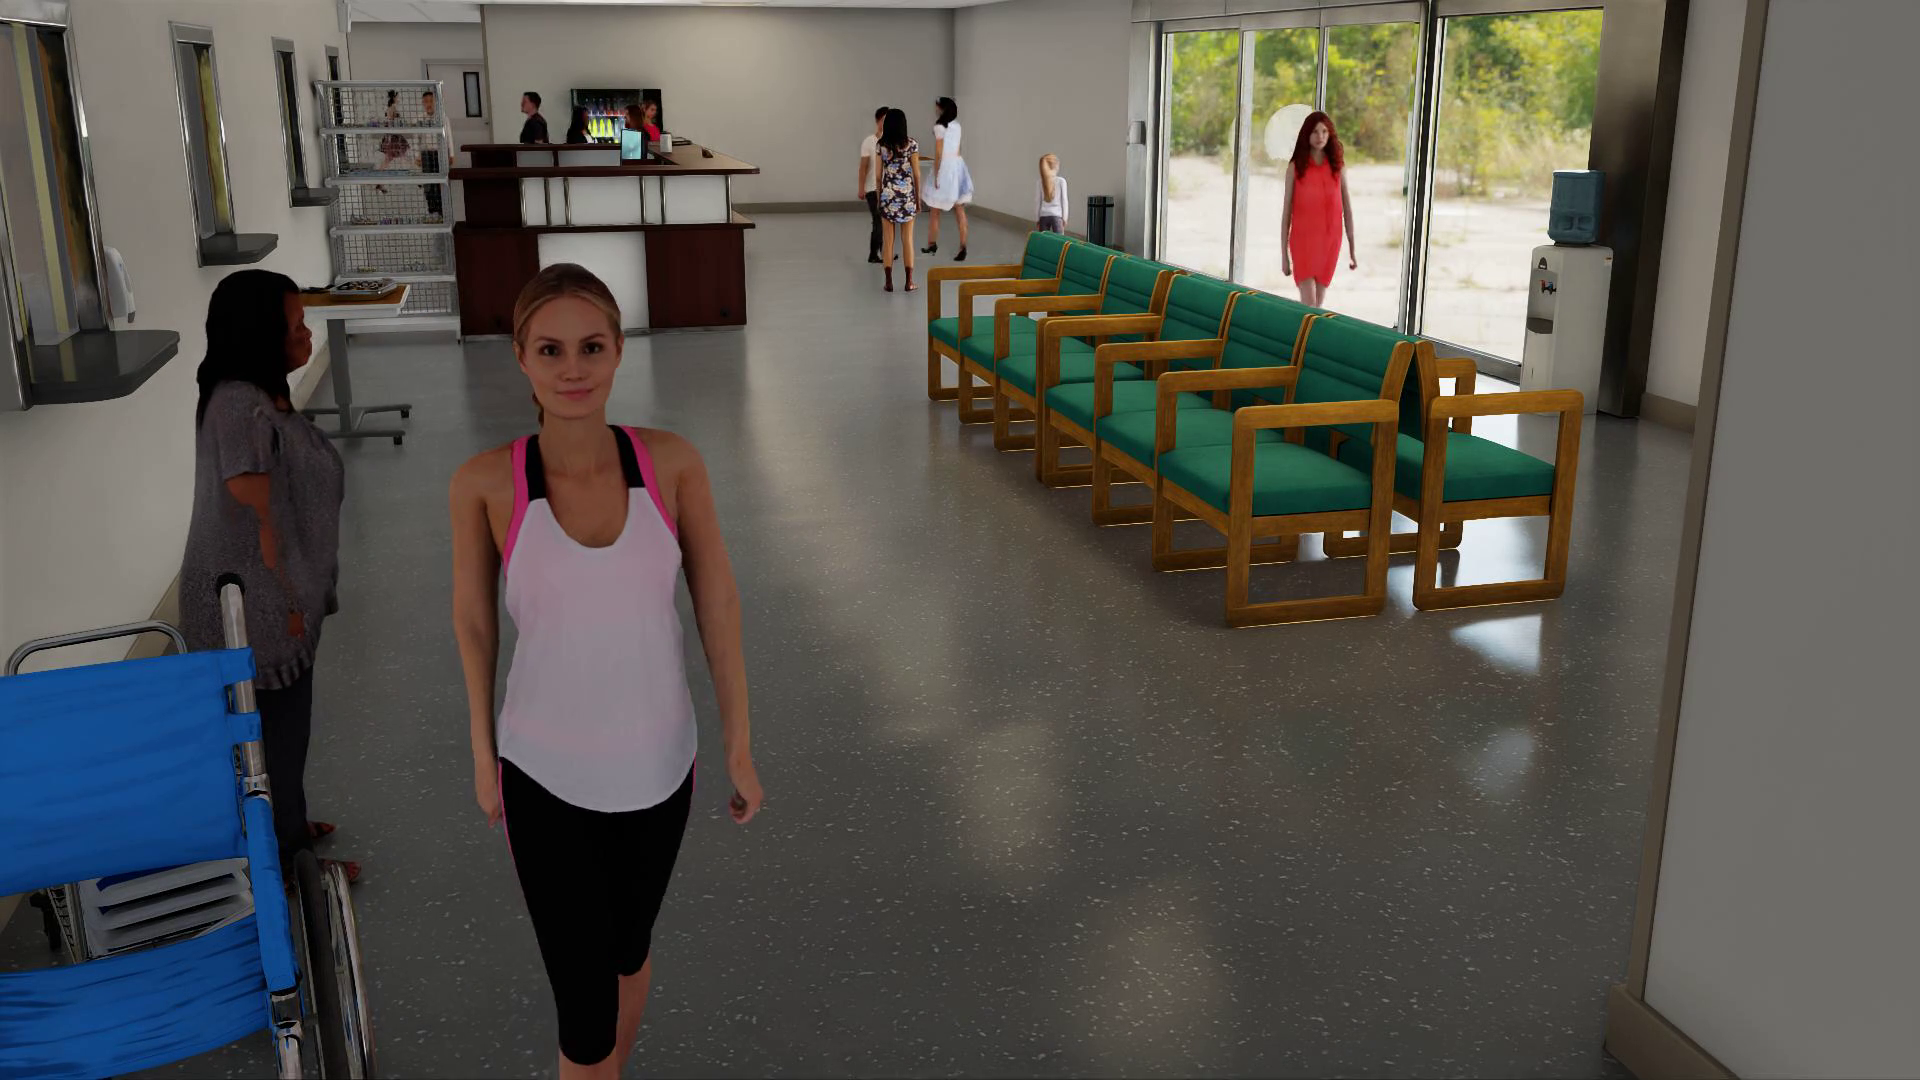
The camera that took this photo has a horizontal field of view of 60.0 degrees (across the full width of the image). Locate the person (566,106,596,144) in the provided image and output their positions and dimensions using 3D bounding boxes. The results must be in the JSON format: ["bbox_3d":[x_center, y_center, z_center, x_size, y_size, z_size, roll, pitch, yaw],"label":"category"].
[{"bbox_3d":[-5.369,-5.178,23.065,0.767,1.594,0.737,4,16,13],"label":"person"}]

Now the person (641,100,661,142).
[{"bbox_3d":[-4.065,-4.855,21.682,0.705,1.724,0.667,6,17,21],"label":"person"}]

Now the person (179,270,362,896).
[{"bbox_3d":[-1.821,0.113,4.283,0.719,1.603,0.708,-8,17,-25],"label":"person"}]

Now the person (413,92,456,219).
[{"bbox_3d":[-7.180,-5.205,22.786,0.549,1.798,0.719,-4,16,-14],"label":"person"}]

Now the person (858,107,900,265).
[{"bbox_3d":[-0.897,-3.841,18.152,1.026,1.688,0.879,-9,18,-30],"label":"person"}]

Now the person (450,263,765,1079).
[{"bbox_3d":[-0.647,0.404,2.981,1.011,1.749,0.746,-6,17,-21],"label":"person"}]

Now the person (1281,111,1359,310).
[{"bbox_3d":[2.340,-1.895,11.073,1.077,1.783,0.753,-2,16,-7],"label":"person"}]

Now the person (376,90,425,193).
[{"bbox_3d":[-9.790,-6.804,28.631,1.247,1.705,0.791,-1,16,-2],"label":"person"}]

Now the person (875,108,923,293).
[{"bbox_3d":[-0.606,-3.288,16.107,0.568,1.733,0.712,1,16,3],"label":"person"}]

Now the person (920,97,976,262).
[{"bbox_3d":[-0.056,-3.934,18.331,1.086,1.769,1.000,-13,20,-38],"label":"person"}]

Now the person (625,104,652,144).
[{"bbox_3d":[-3.704,-4.324,19.870,0.808,1.685,0.695,-5,16,-16],"label":"person"}]

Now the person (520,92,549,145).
[{"bbox_3d":[-4.998,-4.432,19.984,1.060,1.831,0.805,-7,17,-22],"label":"person"}]

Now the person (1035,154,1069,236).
[{"bbox_3d":[0.922,-3.264,16.860,0.558,1.278,0.633,6,17,19],"label":"person"}]
